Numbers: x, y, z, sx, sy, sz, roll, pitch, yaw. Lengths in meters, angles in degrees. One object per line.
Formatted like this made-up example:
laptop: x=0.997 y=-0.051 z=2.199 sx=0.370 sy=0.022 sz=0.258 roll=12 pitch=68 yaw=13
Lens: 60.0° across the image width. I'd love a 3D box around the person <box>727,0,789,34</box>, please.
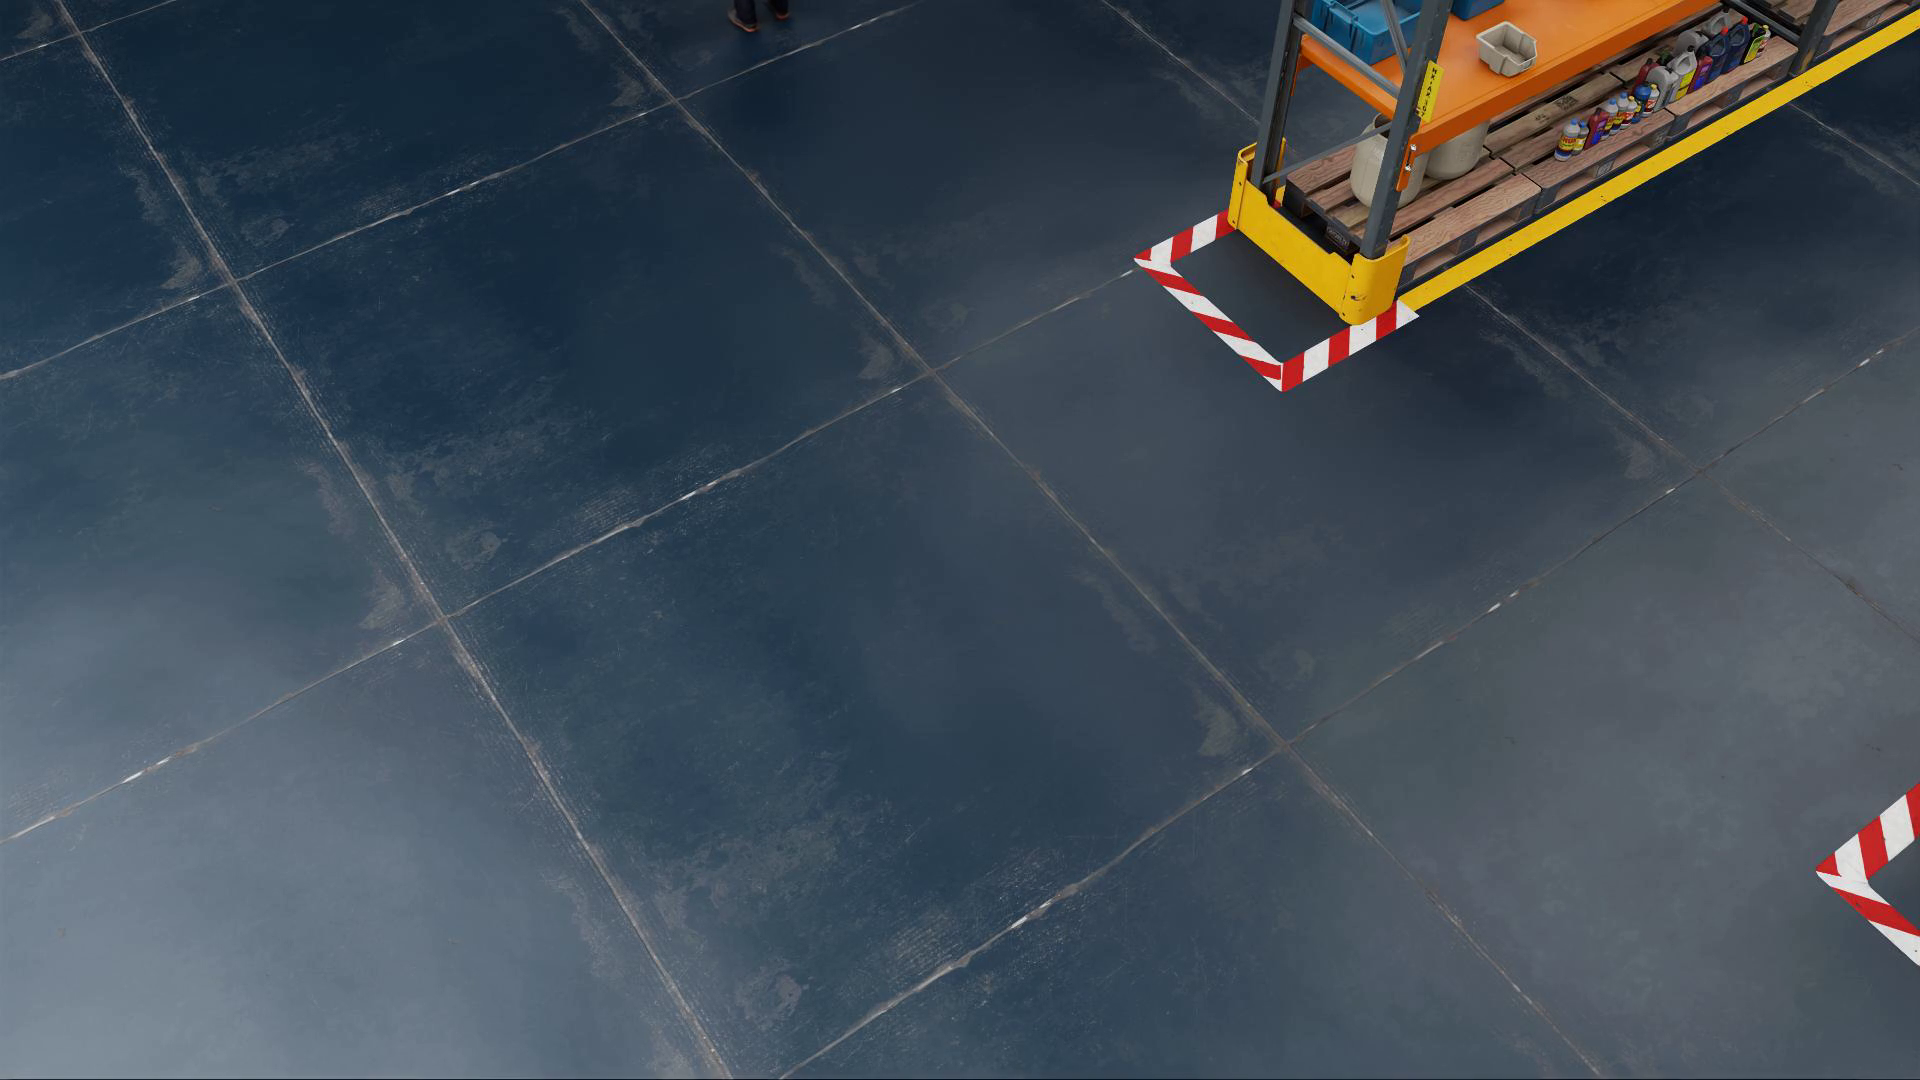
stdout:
person: x=-1.399 y=-4.182 z=10.818 sx=0.485 sy=1.816 sz=0.696 roll=-28 pitch=57 yaw=-20
